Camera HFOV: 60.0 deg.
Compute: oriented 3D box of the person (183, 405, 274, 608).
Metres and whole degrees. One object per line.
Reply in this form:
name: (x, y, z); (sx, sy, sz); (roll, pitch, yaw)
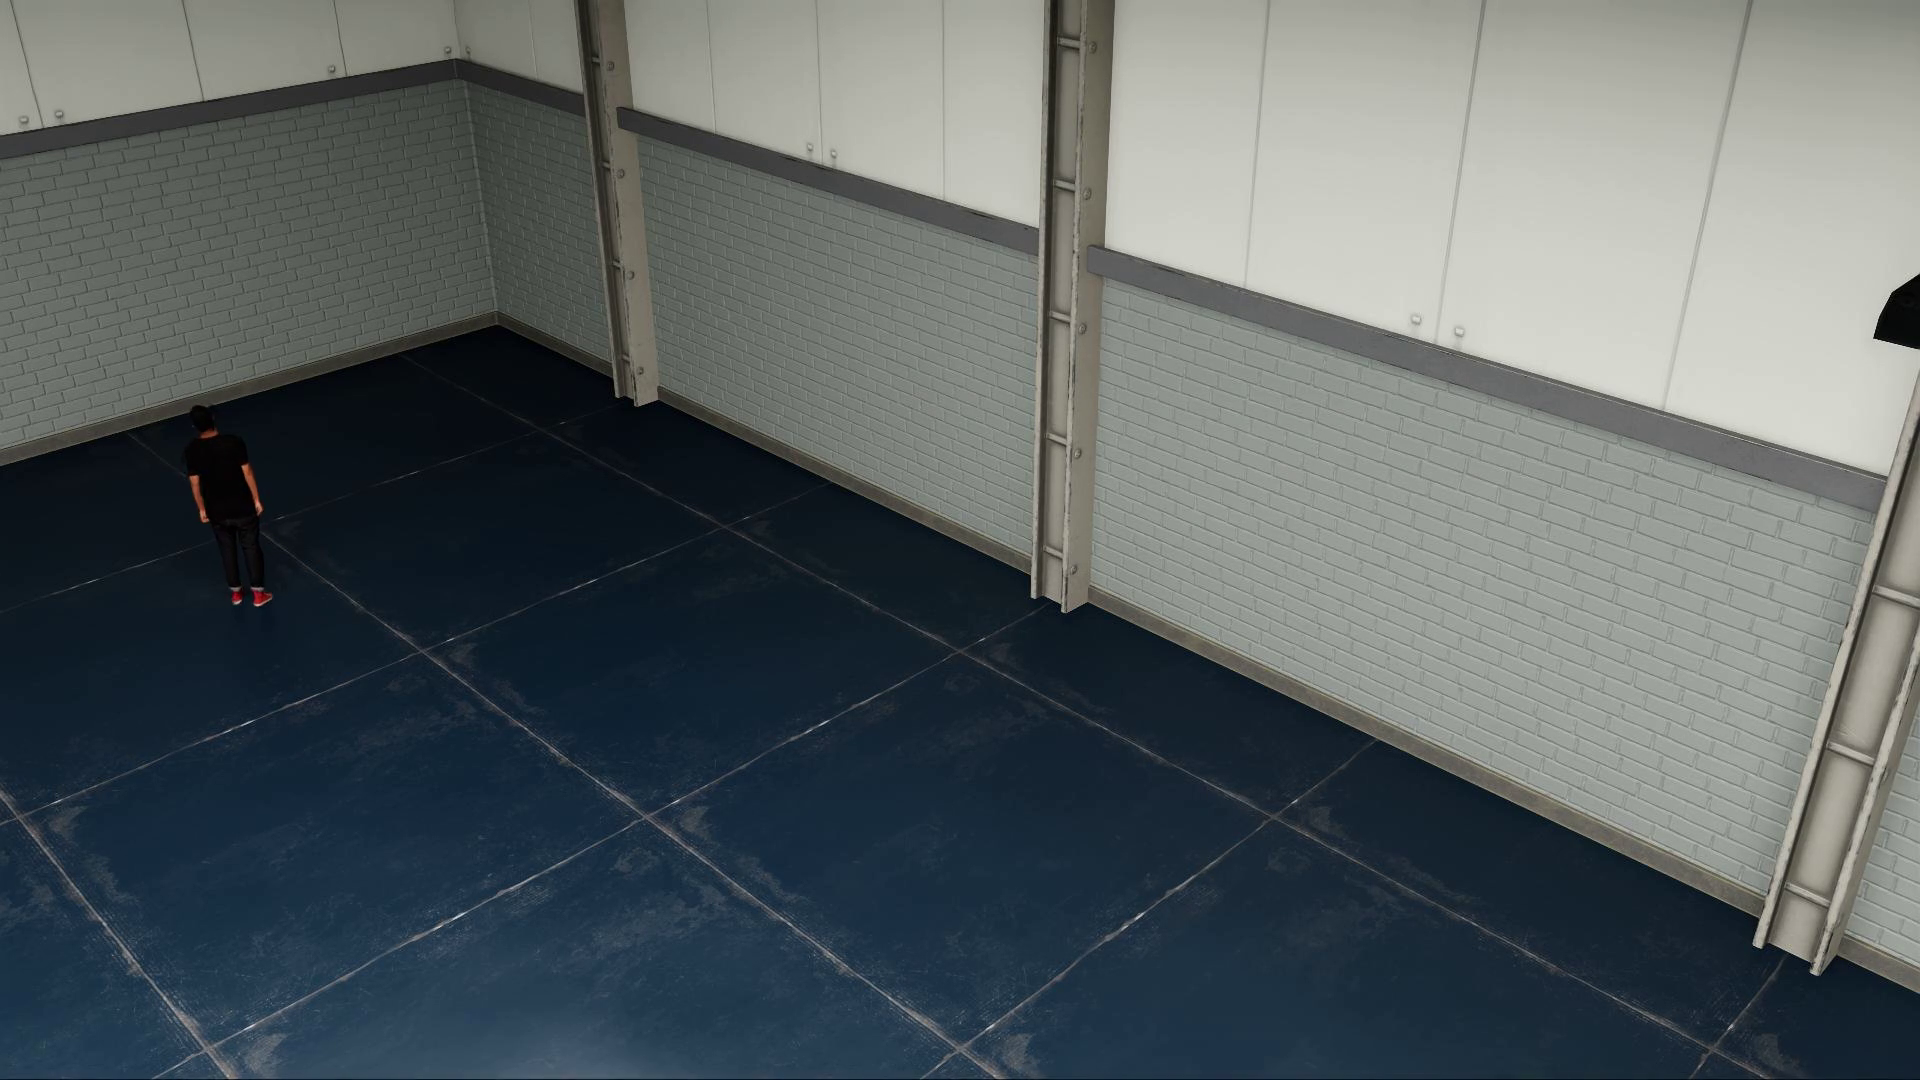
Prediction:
person: (-5.894, -0.289, 13.411); (0.784, 1.773, 0.826); (-2, 28, -4)
